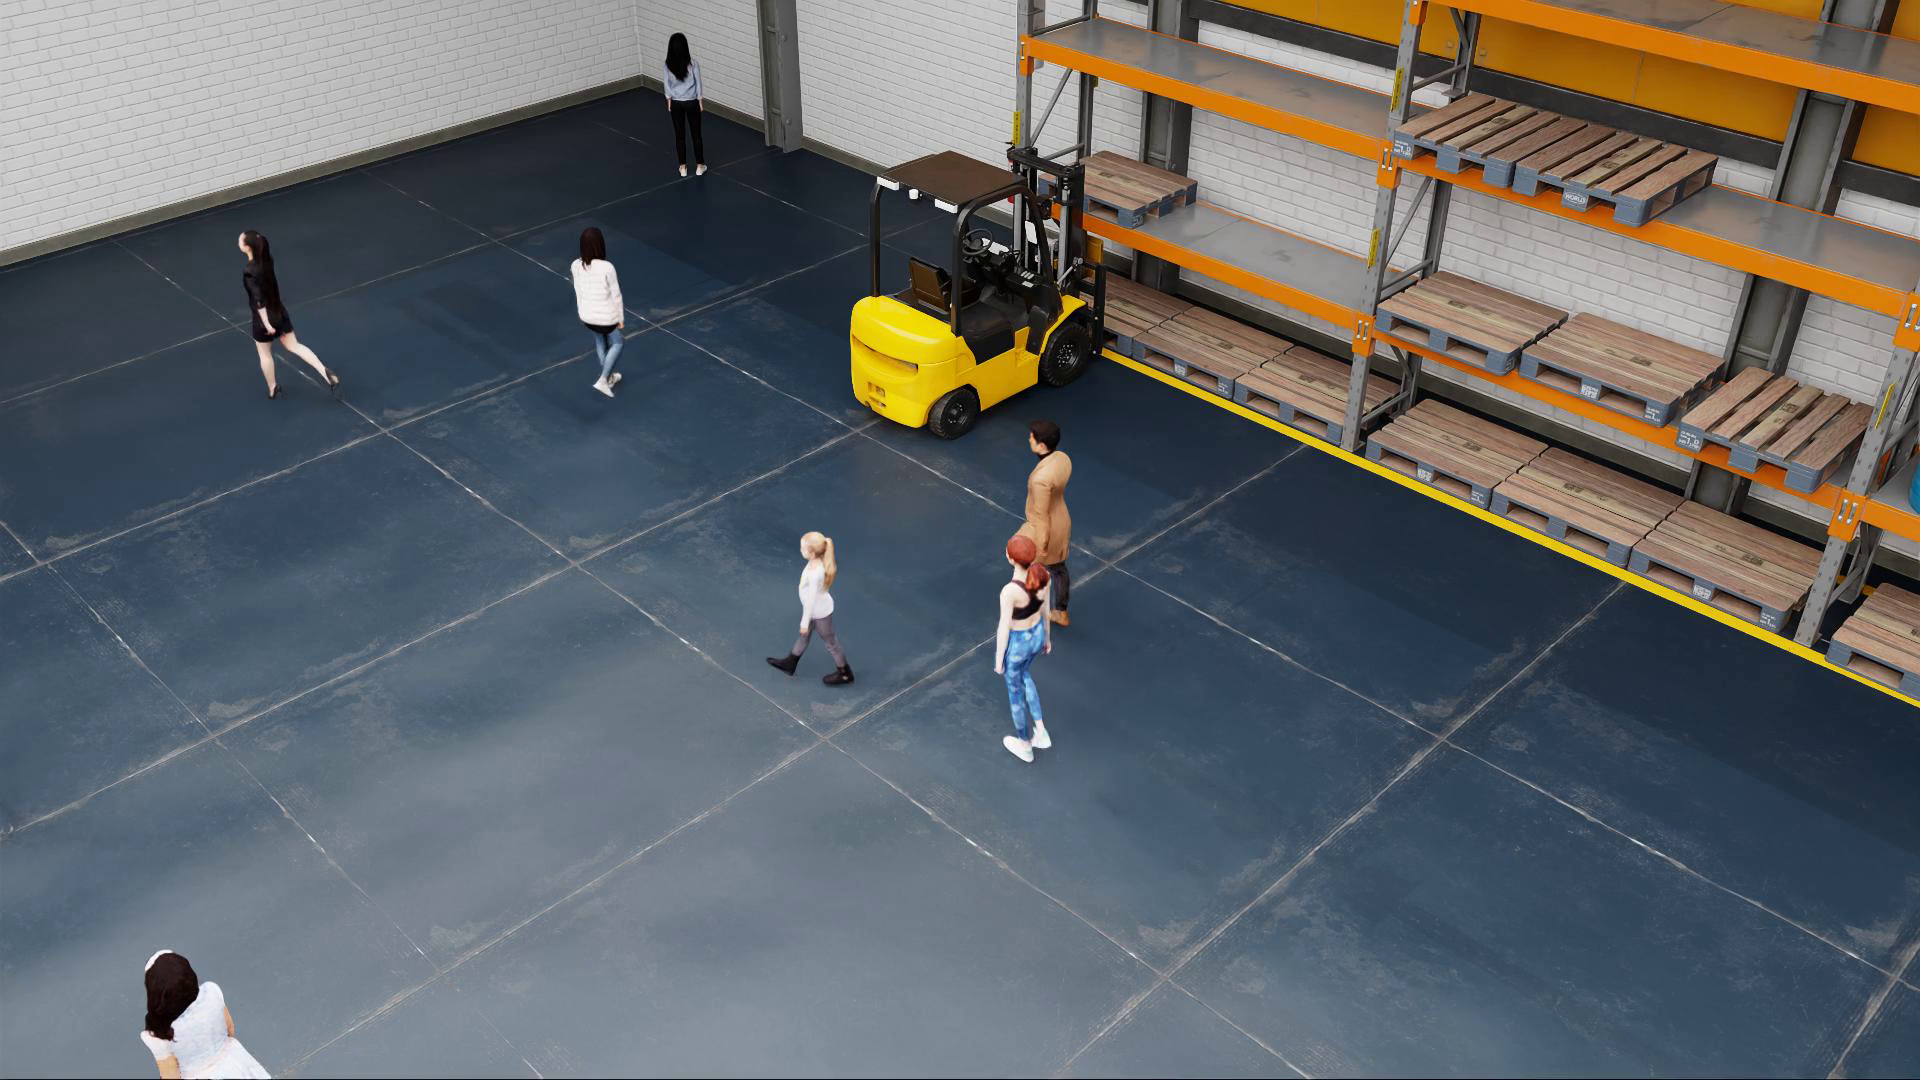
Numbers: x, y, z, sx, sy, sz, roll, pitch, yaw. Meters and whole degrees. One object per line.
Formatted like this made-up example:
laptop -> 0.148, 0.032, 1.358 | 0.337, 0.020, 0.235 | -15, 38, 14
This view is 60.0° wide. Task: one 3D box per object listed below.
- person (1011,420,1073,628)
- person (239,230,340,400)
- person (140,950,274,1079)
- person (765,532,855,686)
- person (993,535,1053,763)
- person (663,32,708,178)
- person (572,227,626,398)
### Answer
person -> 0.713, -0.086, 12.061 | 0.781, 1.712, 0.731 | 18, 38, 25
person -> -6.105, -1.995, 14.972 | 1.079, 1.670, 0.913 | 7, 34, 11
person -> -3.444, 2.673, 7.853 | 1.150, 1.775, 0.734 | 25, 41, 33
person -> -0.916, 0.503, 11.592 | 0.908, 1.251, 0.844 | 0, 34, 0
person -> 0.468, 0.757, 10.737 | 0.613, 1.774, 0.685 | -24, 41, -32
person -> -3.258, -5.164, 19.700 | 0.691, 1.711, 0.739 | -3, 34, -4
person -> -3.277, -2.031, 15.065 | 0.909, 1.626, 0.915 | 9, 35, 14
